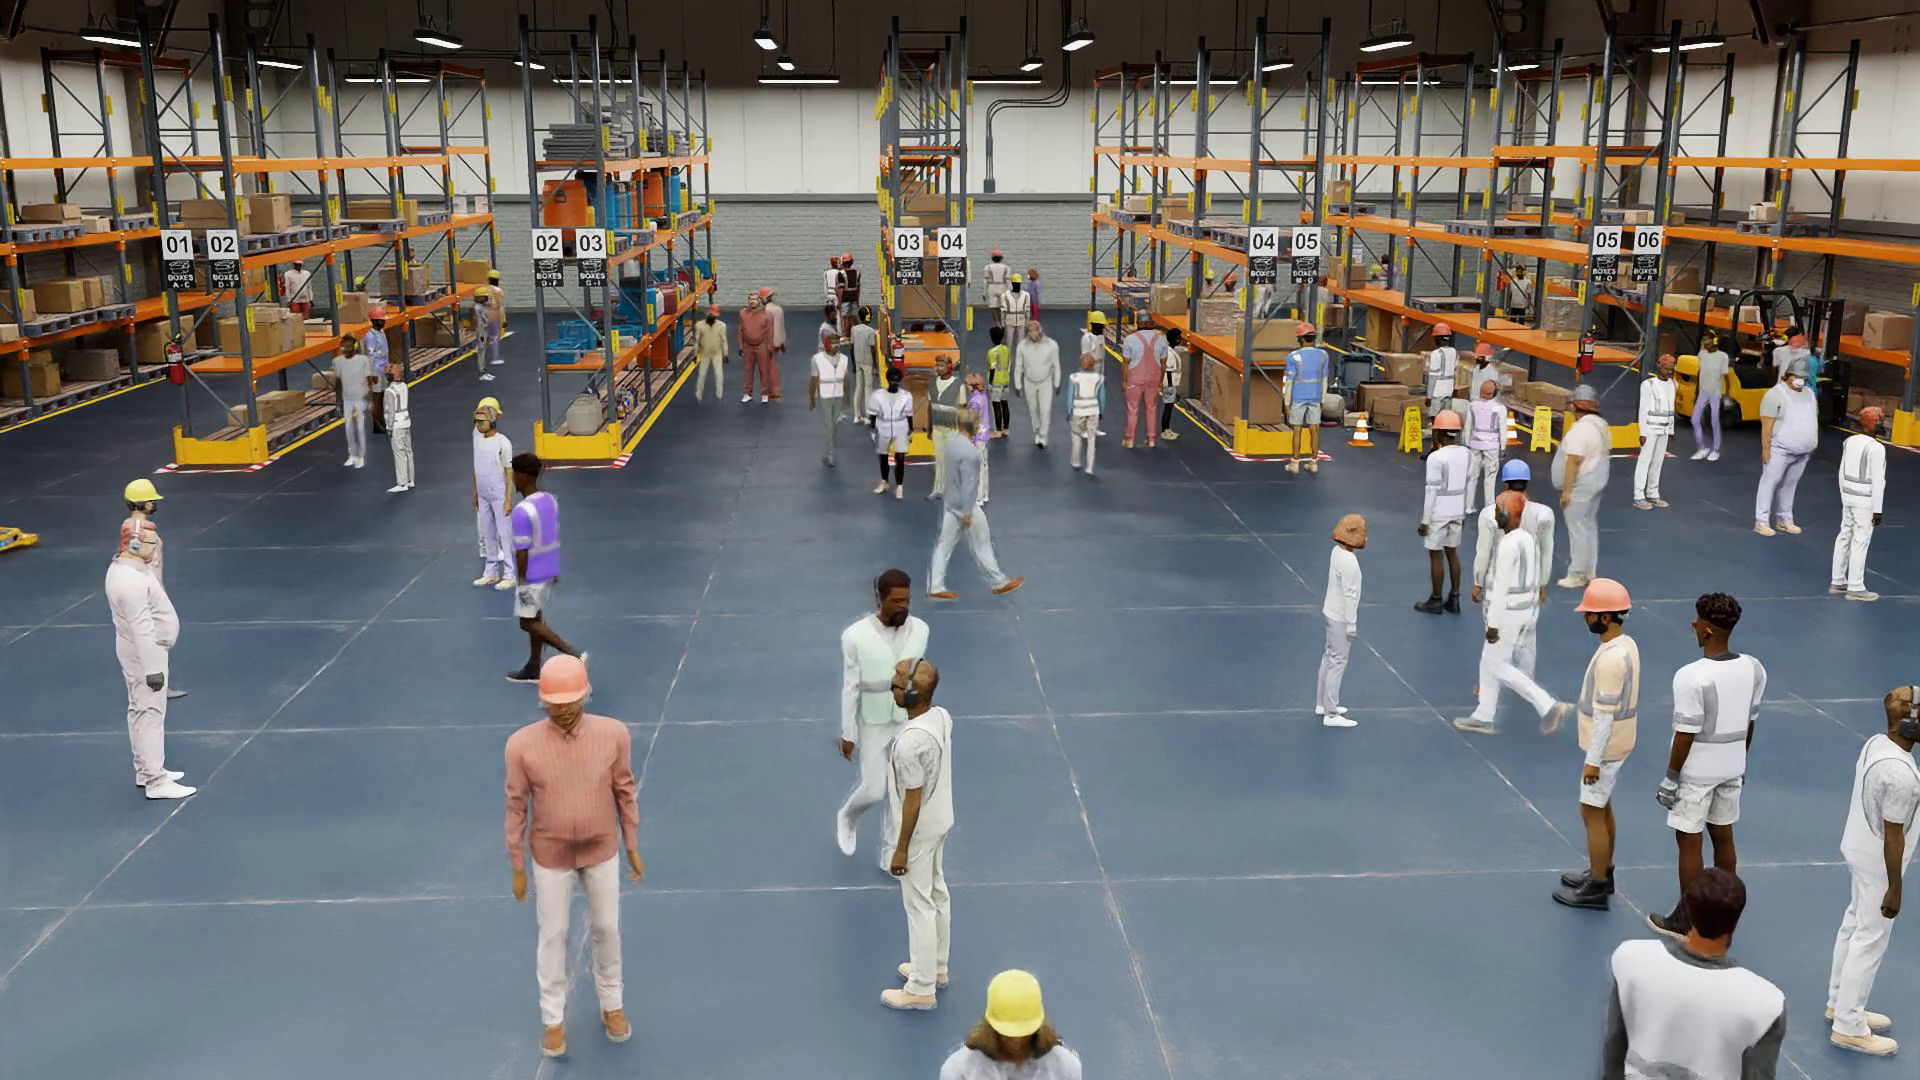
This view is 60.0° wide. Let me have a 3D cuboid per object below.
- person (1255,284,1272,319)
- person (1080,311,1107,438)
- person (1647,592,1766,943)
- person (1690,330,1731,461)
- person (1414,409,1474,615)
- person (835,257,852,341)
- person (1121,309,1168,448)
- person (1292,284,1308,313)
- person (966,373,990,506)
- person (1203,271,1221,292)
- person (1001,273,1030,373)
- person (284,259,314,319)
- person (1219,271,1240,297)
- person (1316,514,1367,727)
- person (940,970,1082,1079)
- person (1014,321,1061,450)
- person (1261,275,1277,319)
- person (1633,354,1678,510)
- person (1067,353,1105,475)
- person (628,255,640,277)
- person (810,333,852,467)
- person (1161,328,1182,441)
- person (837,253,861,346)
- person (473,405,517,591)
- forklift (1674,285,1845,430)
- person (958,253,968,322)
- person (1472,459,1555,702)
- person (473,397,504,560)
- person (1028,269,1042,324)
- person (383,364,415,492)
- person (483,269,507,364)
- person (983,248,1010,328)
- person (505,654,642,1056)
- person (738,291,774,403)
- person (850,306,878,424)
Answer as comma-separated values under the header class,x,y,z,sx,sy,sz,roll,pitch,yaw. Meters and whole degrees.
class,x,y,z,sx,sy,sz,roll,pitch,yaw
person,7.292,-6.090,40.452,0.587,1.856,0.667,10,16,35
person,2.022,-2.502,25.116,0.379,1.925,0.594,9,16,33
person,4.102,1.248,9.151,0.612,1.957,0.364,-6,15,-24
person,10.457,-2.004,23.183,0.659,1.836,0.689,-8,15,-30
person,4.523,-0.258,15.590,0.546,1.939,0.366,-8,15,-31
person,-2.644,-5.459,37.708,0.400,1.901,0.645,3,14,13
person,2.661,-2.371,24.311,0.684,2.000,0.535,-4,14,-15
person,9.024,-6.809,43.986,0.507,1.631,0.266,-6,14,-23
person,0.213,-1.224,20.330,0.315,1.634,0.516,3,14,12
person,5.386,-4.971,36.014,0.533,1.725,0.924,4,14,17
person,1.081,-4.214,32.358,0.588,1.930,0.358,-2,13,-7
person,-14.667,-5.336,36.968,0.613,1.995,0.391,-13,18,-43
person,5.102,-4.087,31.580,0.615,2.038,0.395,11,17,38
person,2.908,0.600,12.625,0.289,1.626,0.498,0,13,0
person,0.174,2.217,5.630,0.479,1.689,0.920,0,13,-1
person,1.117,-2.260,24.256,0.665,1.846,1.023,2,13,10
person,7.817,-6.453,42.494,0.530,1.621,0.420,6,15,25
person,8.458,-1.318,20.181,0.573,1.887,0.355,-7,15,-27
person,1.688,-1.720,22.474,0.533,1.609,0.767,-1,13,-4
person,-8.522,-6.771,43.600,0.360,1.764,0.568,-2,13,-6
person,-1.729,-1.921,22.833,0.576,1.827,0.625,-11,17,-38
person,3.154,-2.335,24.922,0.319,1.688,0.538,3,14,11
person,-2.470,-5.306,36.742,0.605,2.044,0.375,-12,18,-41
person,-4.633,-0.423,16.478,0.512,1.845,0.340,8,15,30
forklift,12.503,-2.886,26.166,2.313,2.155,1.214,-1,13,-3
person,0.059,-6.283,41.494,0.326,1.760,0.524,0,13,2
person,4.335,0.331,13.086,0.603,1.938,0.401,0,13,2
person,-4.981,-0.651,17.682,0.309,1.735,0.484,-9,16,-33
person,1.734,-5.368,37.909,0.395,1.618,0.583,-5,14,-21
person,-7.159,-1.433,21.198,0.307,1.641,0.513,1,13,5
person,-9.441,-4.502,33.622,0.607,1.908,0.500,7,15,29
person,0.869,-5.799,38.913,0.617,2.017,0.942,-4,14,-17
person,-1.858,1.500,8.017,0.627,1.992,0.398,-5,14,-20
person,-3.517,-3.312,28.585,0.636,1.911,0.404,2,13,8
person,-1.513,-2.770,26.372,0.535,1.868,0.309,10,17,37
